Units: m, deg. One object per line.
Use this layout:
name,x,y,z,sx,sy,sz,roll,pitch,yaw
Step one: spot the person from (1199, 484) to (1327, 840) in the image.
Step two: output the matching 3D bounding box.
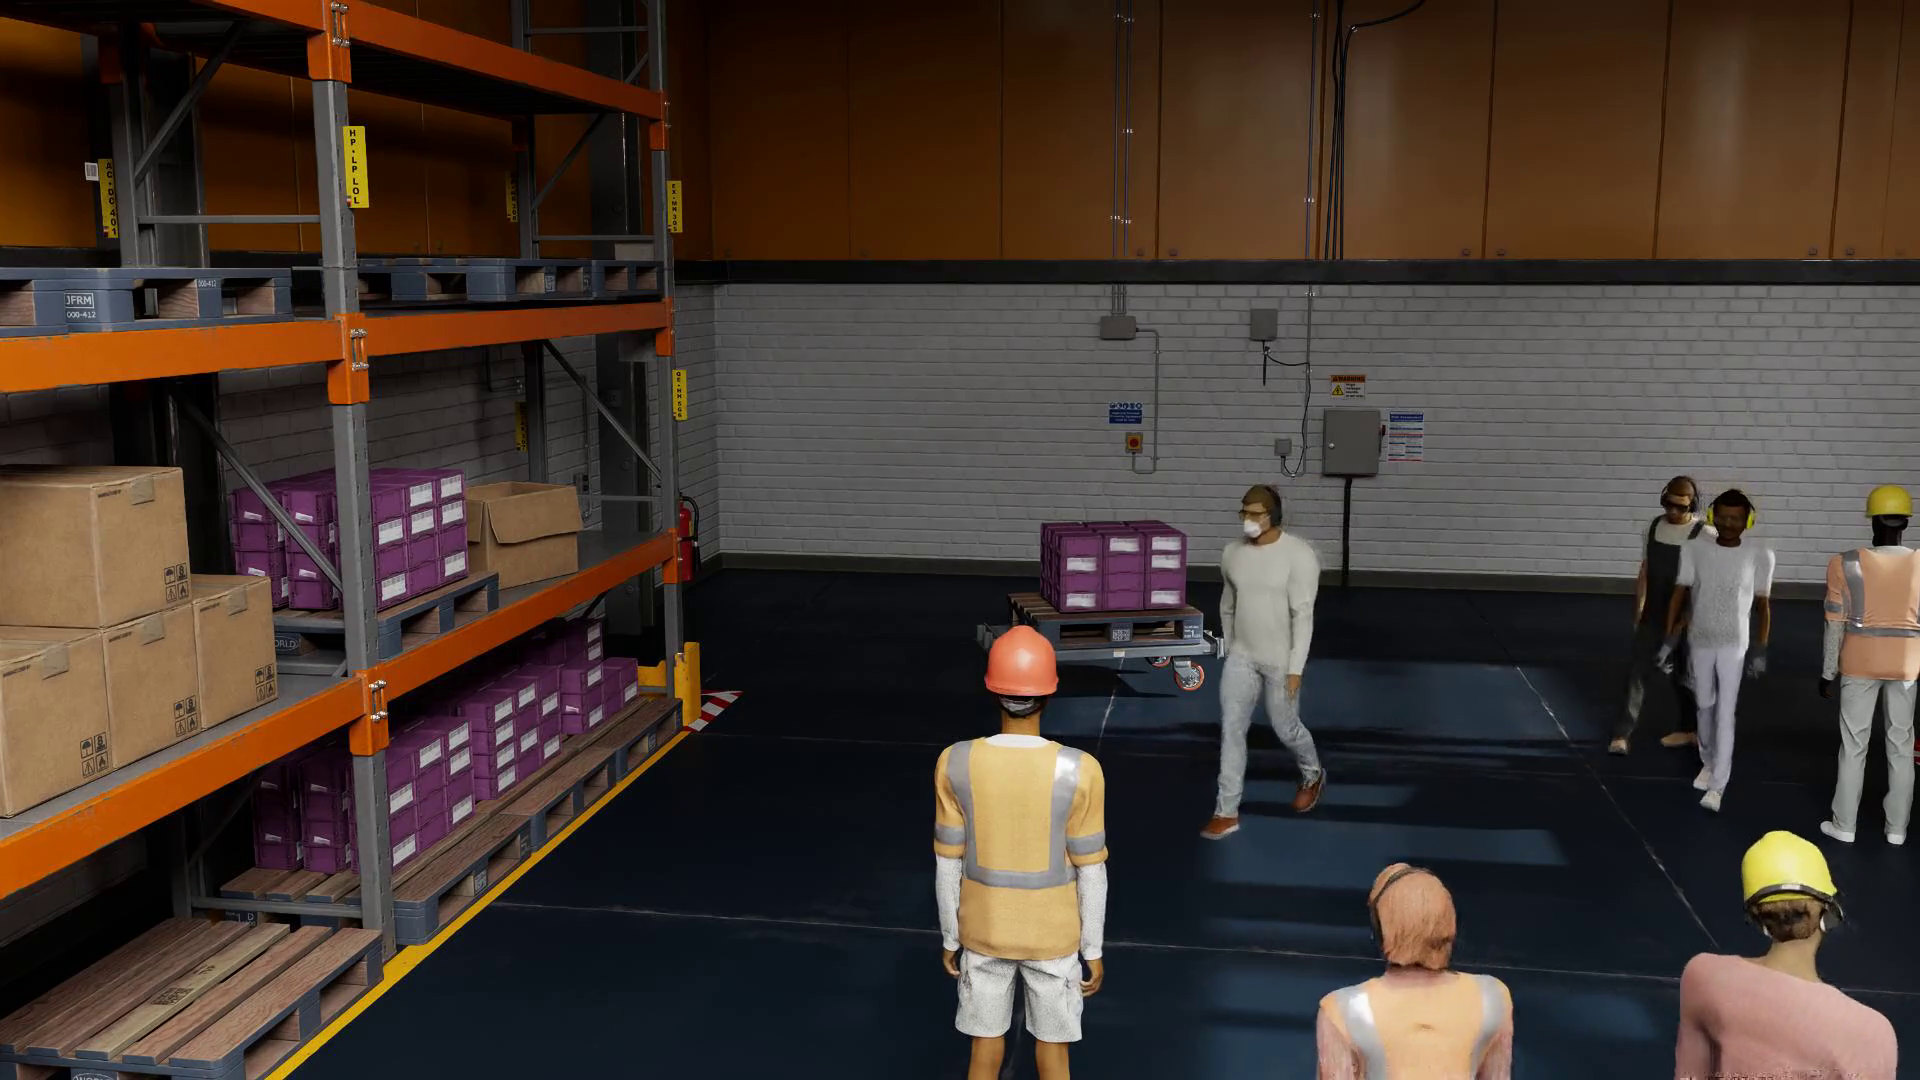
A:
person,1.685,0.633,9.031,0.631,1.908,0.917,8,12,41

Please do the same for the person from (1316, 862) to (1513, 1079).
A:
person,1.109,1.598,3.973,0.521,1.618,0.711,-1,9,-5

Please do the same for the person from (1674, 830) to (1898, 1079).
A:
person,1.919,1.559,3.874,0.464,1.728,0.640,-6,11,-31

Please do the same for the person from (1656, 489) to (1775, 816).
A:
person,4.277,0.612,9.432,0.537,1.815,0.993,7,11,35

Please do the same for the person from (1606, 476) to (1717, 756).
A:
person,4.429,0.475,10.368,0.851,1.800,0.552,-7,12,-38

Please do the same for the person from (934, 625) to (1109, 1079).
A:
person,0.194,1.226,5.238,0.548,1.942,0.347,2,9,12

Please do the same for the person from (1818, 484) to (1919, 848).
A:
person,4.833,0.665,8.752,0.587,1.926,0.368,2,9,13
